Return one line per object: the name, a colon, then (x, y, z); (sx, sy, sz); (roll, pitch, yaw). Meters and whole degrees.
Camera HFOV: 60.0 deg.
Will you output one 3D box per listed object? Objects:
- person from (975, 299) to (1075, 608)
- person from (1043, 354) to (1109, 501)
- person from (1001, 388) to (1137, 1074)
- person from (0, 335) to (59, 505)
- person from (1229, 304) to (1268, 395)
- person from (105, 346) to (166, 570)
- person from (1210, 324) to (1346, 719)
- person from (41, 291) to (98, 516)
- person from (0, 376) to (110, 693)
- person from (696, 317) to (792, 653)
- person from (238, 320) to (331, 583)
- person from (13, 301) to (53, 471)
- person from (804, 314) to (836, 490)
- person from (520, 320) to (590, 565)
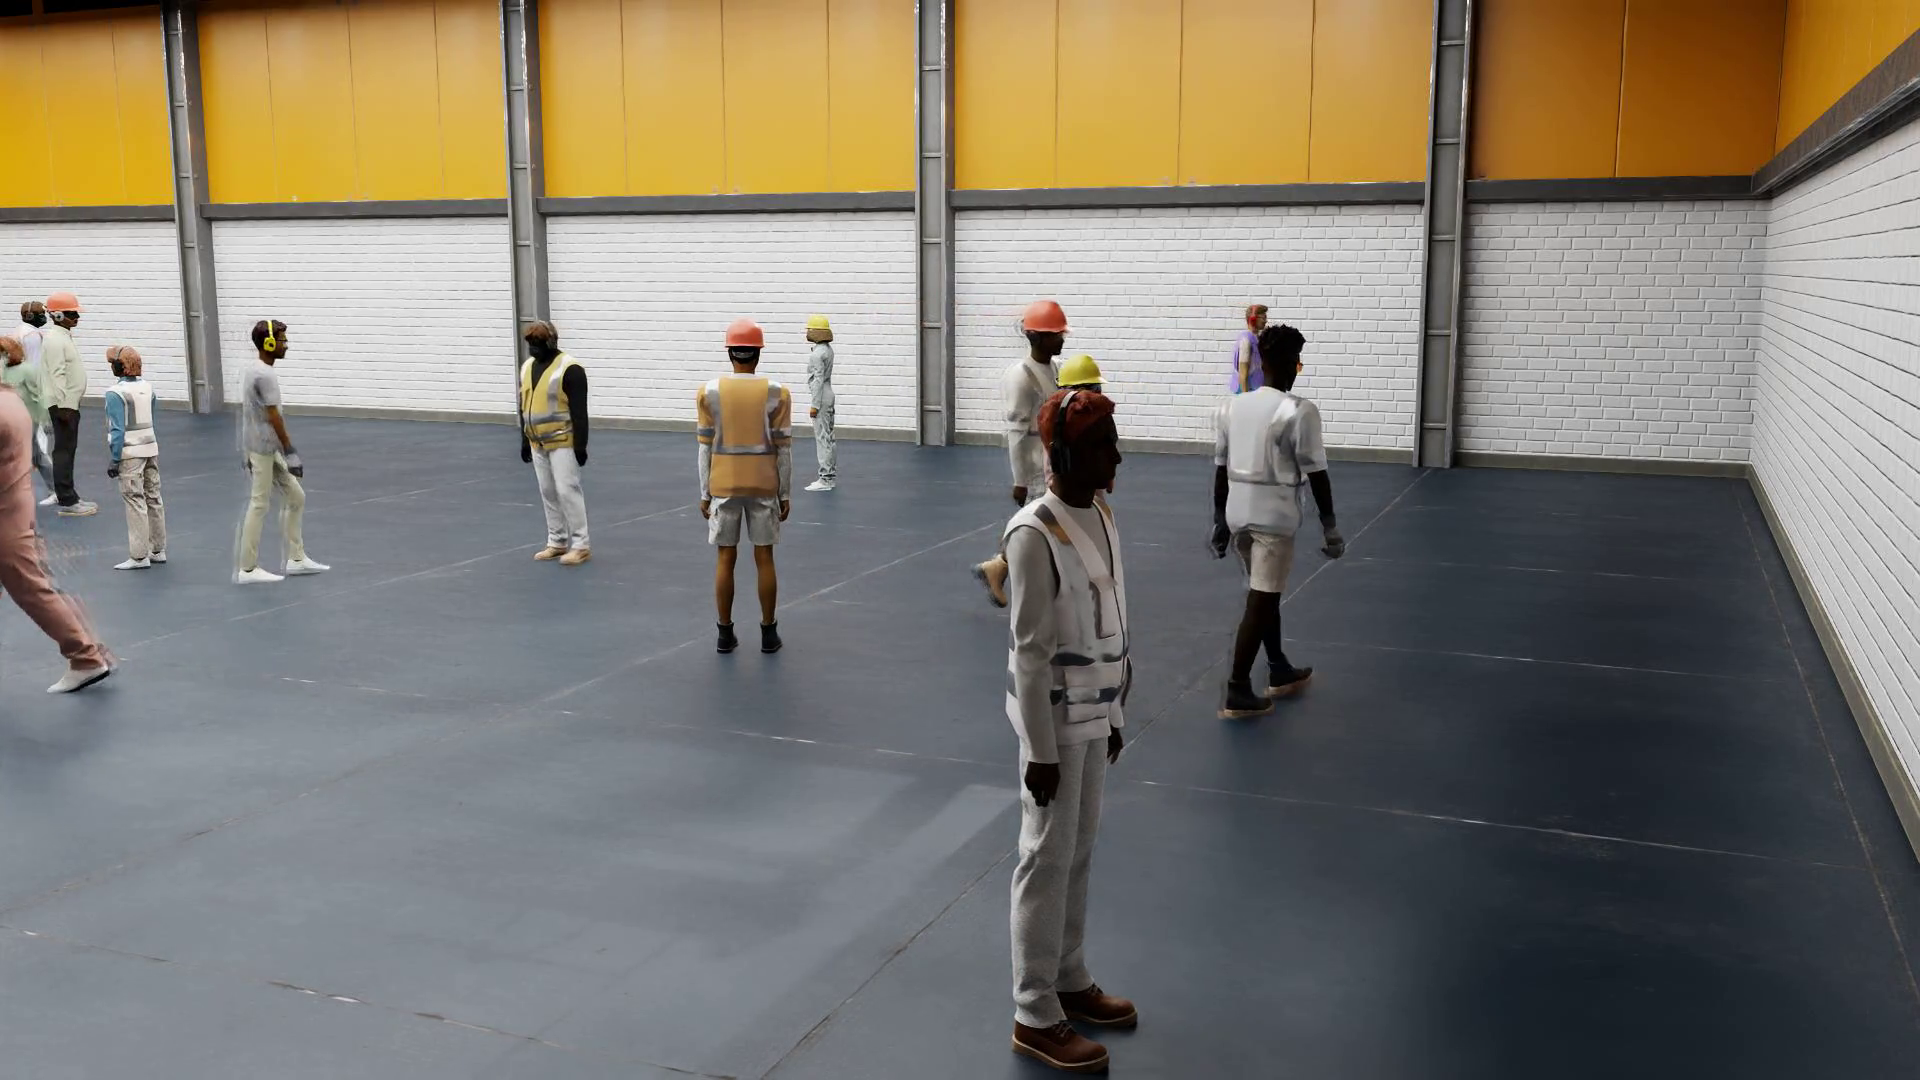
person: (0.433, -0.459, 10.188); (0.695, 2.023, 0.624); (5, 11, 27)
person: (0.610, -0.071, 8.594); (0.302, 1.772, 0.525); (6, 11, 33)
person: (0.313, 0.520, 4.671); (0.352, 1.883, 0.580); (4, 10, 23)
person: (-8.592, -1.070, 15.183); (0.513, 1.578, 0.841); (5, 10, 26)
person: (3.032, -1.525, 17.241); (0.479, 1.850, 0.577); (3, 10, 18)
person: (-6.059, -0.602, 12.199); (0.310, 1.642, 0.514); (1, 9, 5)
person: (1.623, -0.100, 8.292); (0.897, 1.929, 0.632); (-6, 11, -32)
person: (-7.965, -1.217, 14.853); (0.393, 1.995, 0.612); (-4, 10, -21)
person: (-4.941, -0.107, 8.551); (0.983, 1.865, 0.647); (-4, 10, -21)
person: (-1.230, -0.305, 9.551); (0.539, 1.929, 0.385); (-1, 9, -6)
person: (-4.764, -0.613, 11.683); (0.761, 1.841, 0.541); (-4, 10, -23)
person: (-10.010, -1.666, 18.052); (0.430, 1.840, 0.624); (-7, 12, -38)
person: (-1.391, -1.362, 16.493); (0.294, 1.744, 0.485); (1, 9, 8)
person: (-3.029, -0.721, 12.388); (0.649, 1.827, 0.432); (7, 12, 37)
